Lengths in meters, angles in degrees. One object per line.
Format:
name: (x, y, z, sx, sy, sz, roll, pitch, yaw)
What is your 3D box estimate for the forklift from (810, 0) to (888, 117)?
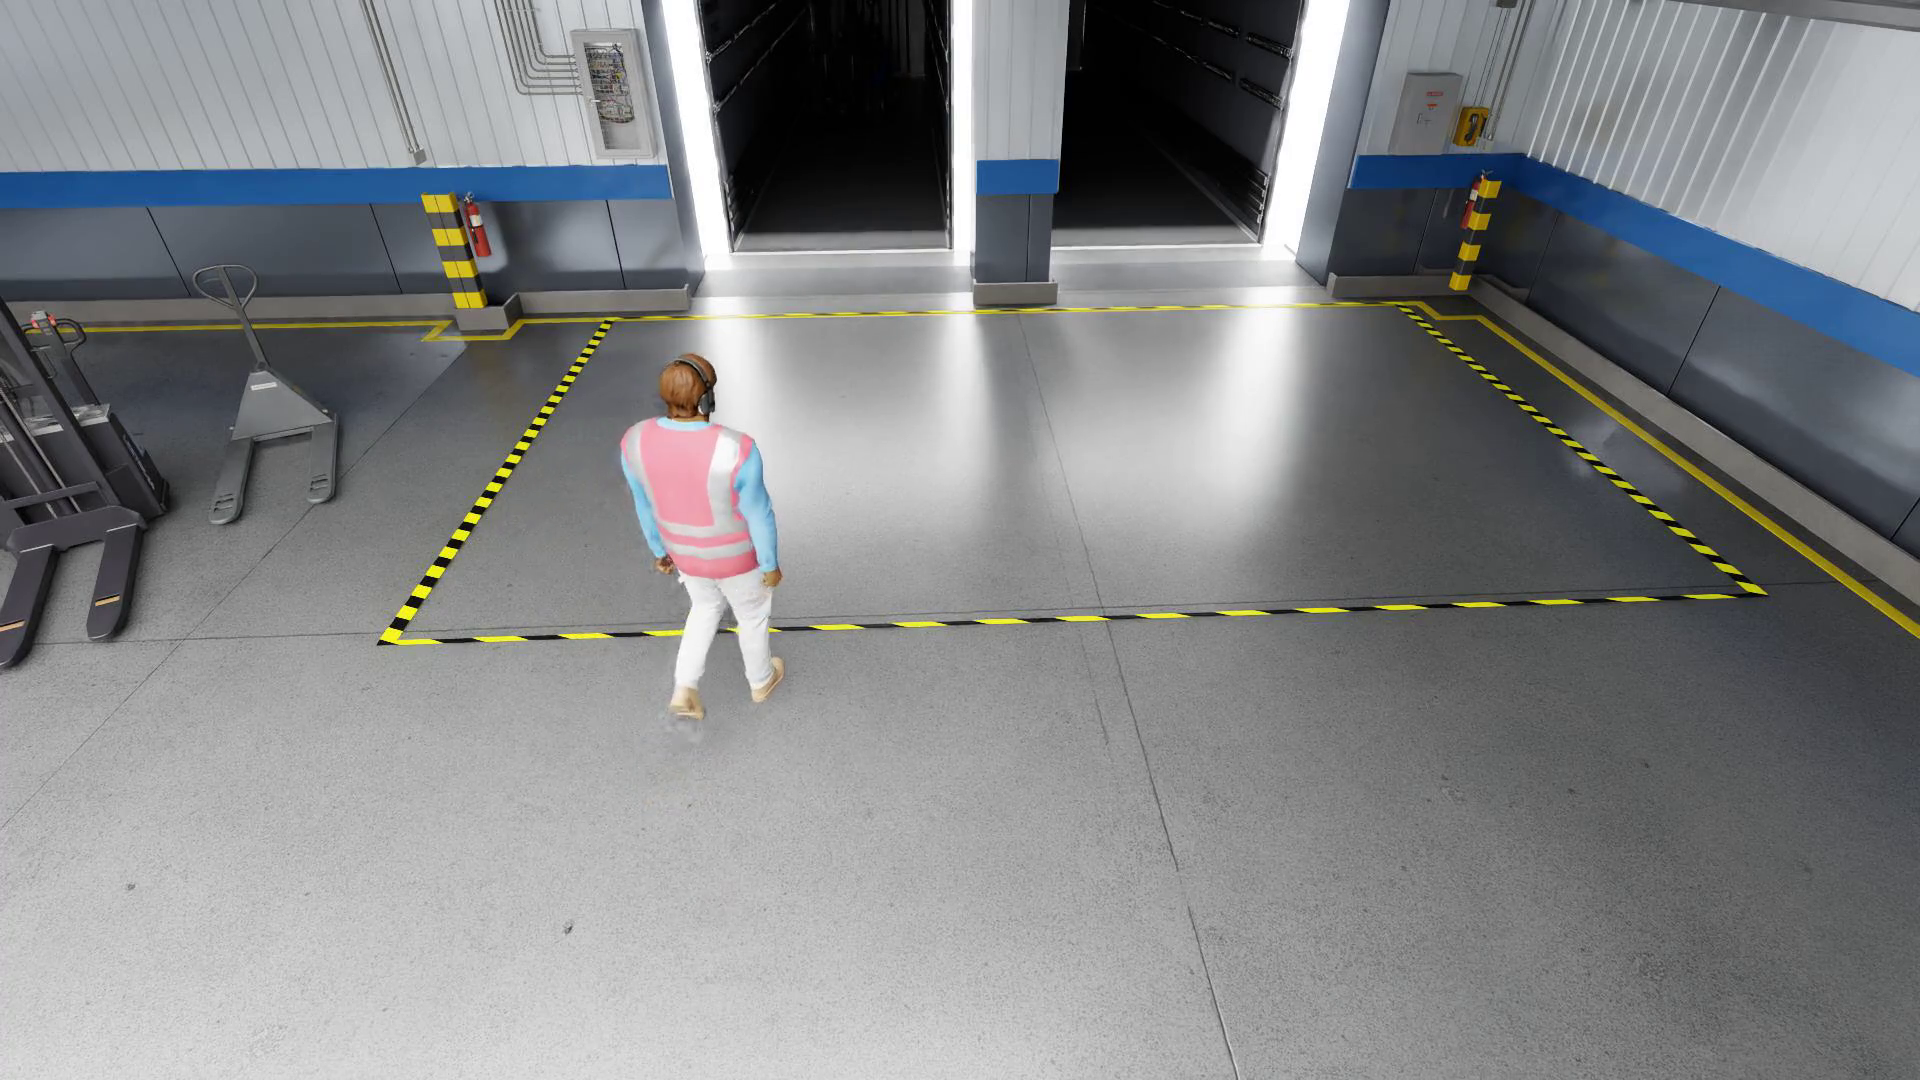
forklift: (-1.963, -8.793, 16.312, 1.157, 2.036, 2.680, 2, 35, 2)

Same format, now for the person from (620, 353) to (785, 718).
person: (-1.108, 0.083, 4.029, 0.630, 1.824, 0.679, 10, 36, 14)

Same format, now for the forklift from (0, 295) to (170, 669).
forklift: (-5.212, -0.618, 4.878, 0.823, 1.965, 1.885, -20, 39, -26)

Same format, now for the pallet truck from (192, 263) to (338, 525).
pallet truck: (-4.778, -1.027, 6.128, 0.680, 1.201, 1.601, -17, 38, -23)
